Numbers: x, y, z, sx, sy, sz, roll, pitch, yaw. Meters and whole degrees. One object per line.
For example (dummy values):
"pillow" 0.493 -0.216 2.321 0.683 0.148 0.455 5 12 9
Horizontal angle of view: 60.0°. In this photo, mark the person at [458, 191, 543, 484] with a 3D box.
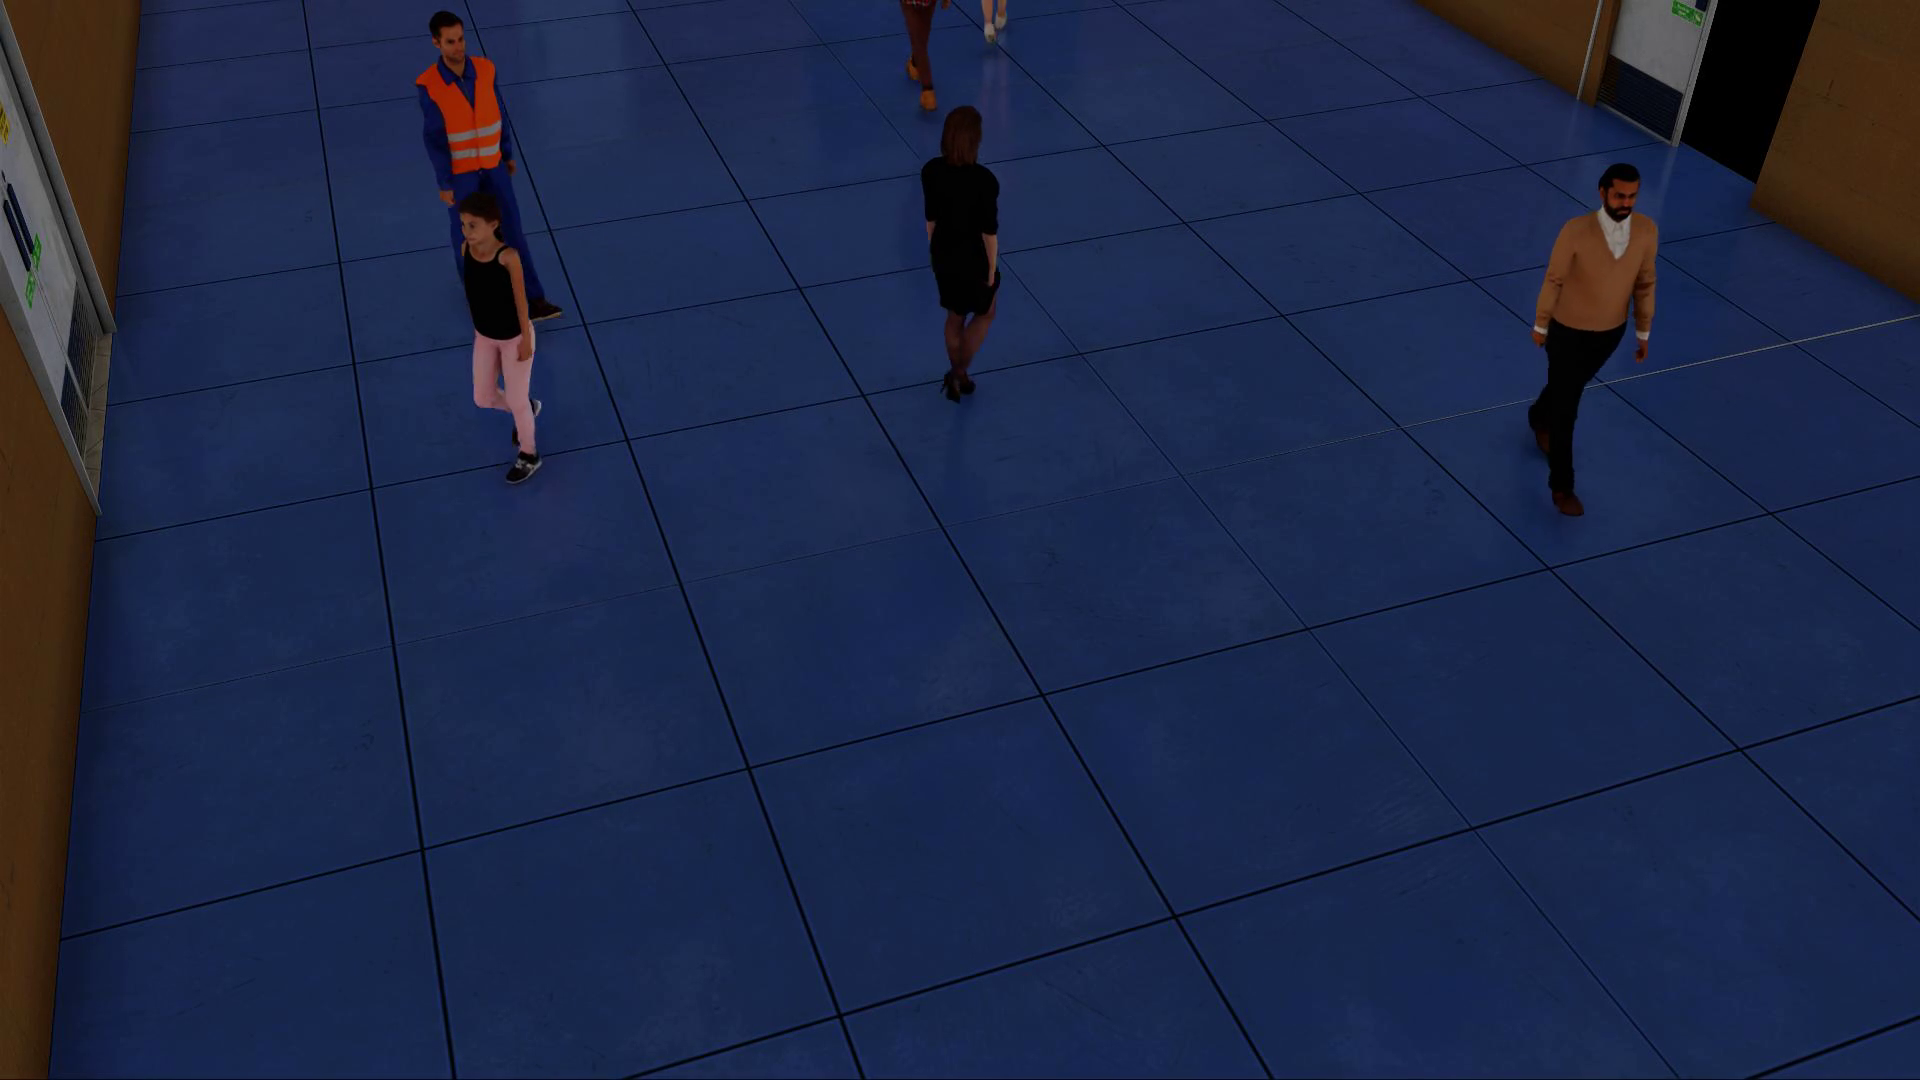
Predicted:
"person" -2.264 -1.051 8.369 0.751 1.556 0.798 13 39 17

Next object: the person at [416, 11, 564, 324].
"person" -2.859 -2.156 9.615 1.159 1.827 1.014 -27 45 -31

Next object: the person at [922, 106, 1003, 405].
"person" -0.033 -1.417 8.728 0.799 1.692 0.858 16 40 20

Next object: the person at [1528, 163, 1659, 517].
"person" 3.089 -1.073 8.267 1.153 1.713 0.867 -5 37 -7

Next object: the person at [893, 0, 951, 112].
"person" -0.278 -3.984 12.177 1.119 1.674 0.679 -11 38 -14
